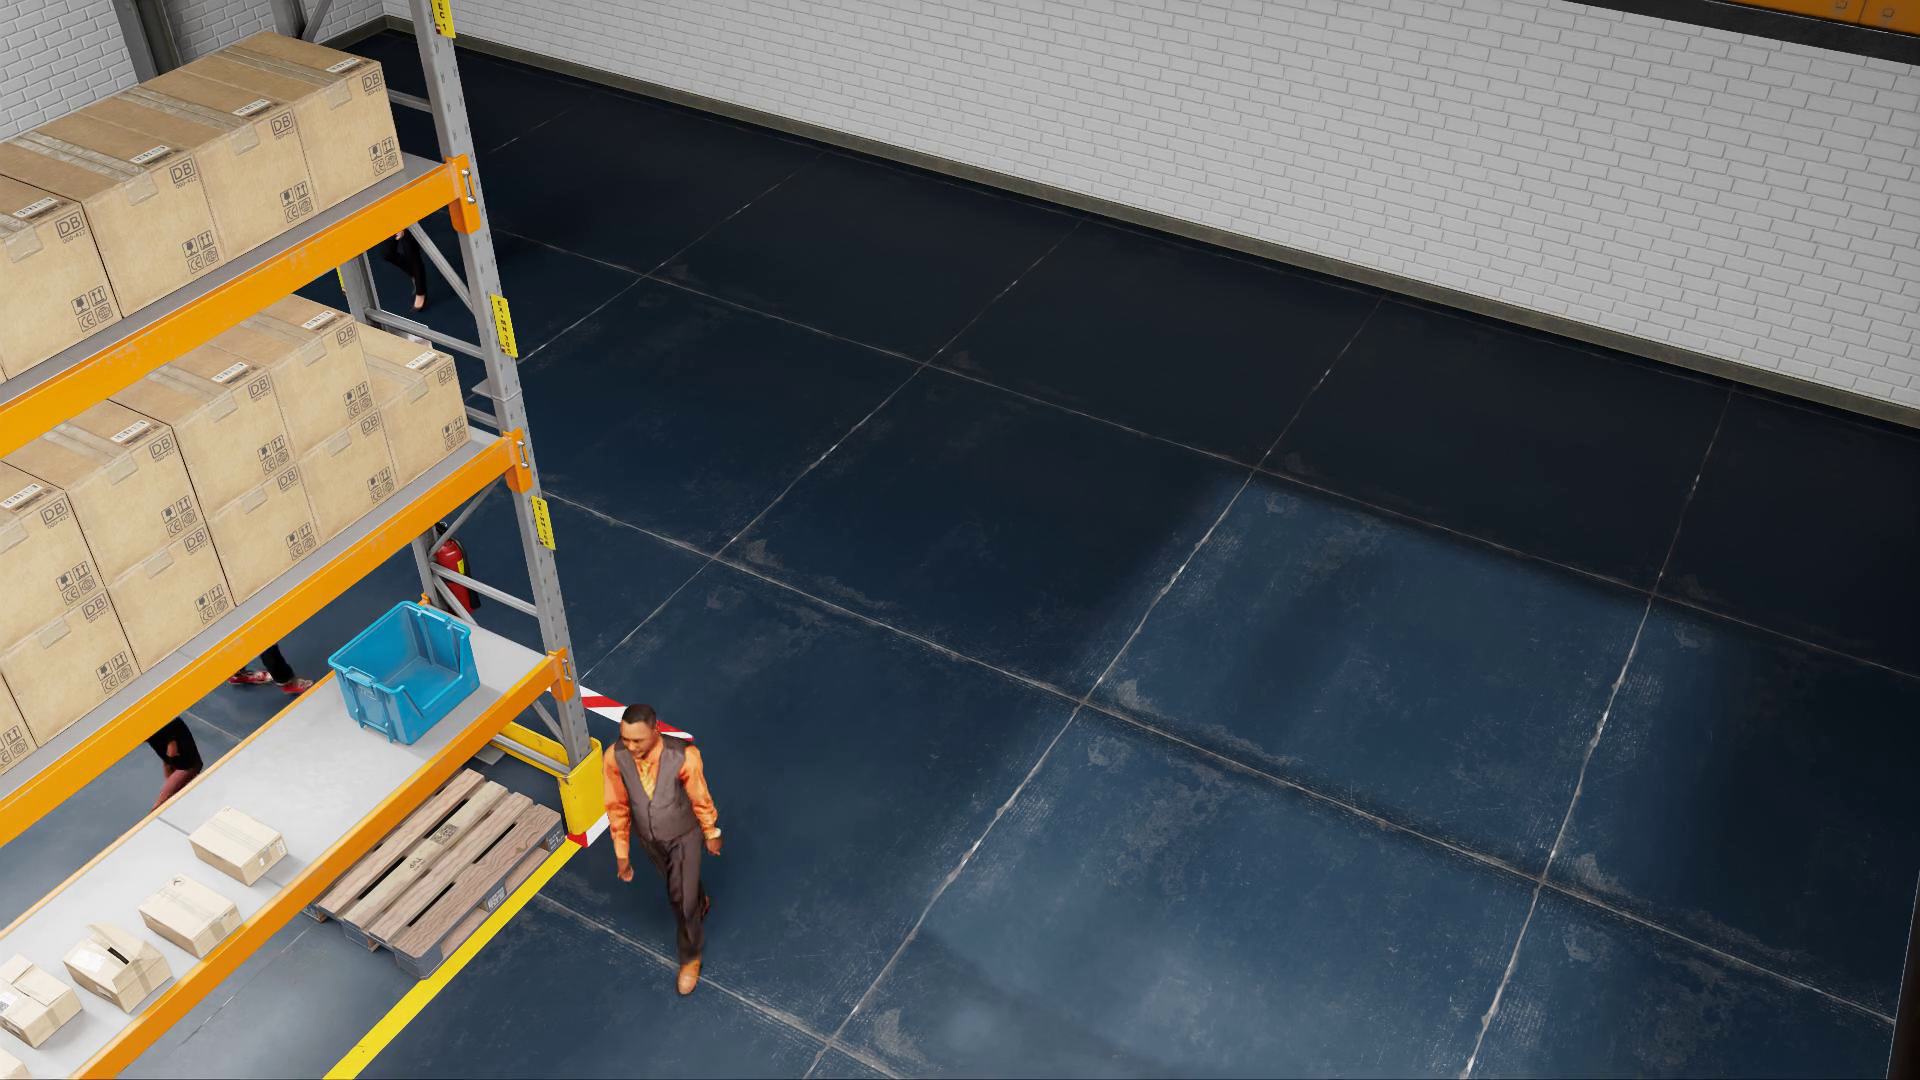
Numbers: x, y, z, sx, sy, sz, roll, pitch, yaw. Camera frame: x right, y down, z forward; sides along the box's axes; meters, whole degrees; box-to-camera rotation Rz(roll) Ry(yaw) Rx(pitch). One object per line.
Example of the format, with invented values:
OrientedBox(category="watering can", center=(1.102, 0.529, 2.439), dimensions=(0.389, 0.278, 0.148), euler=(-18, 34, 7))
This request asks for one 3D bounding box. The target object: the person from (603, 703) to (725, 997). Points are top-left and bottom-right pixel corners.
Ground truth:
OrientedBox(category="person", center=(-1.522, 1.471, 8.880), dimensions=(0.842, 1.882, 1.001), euler=(7, 39, 9))
